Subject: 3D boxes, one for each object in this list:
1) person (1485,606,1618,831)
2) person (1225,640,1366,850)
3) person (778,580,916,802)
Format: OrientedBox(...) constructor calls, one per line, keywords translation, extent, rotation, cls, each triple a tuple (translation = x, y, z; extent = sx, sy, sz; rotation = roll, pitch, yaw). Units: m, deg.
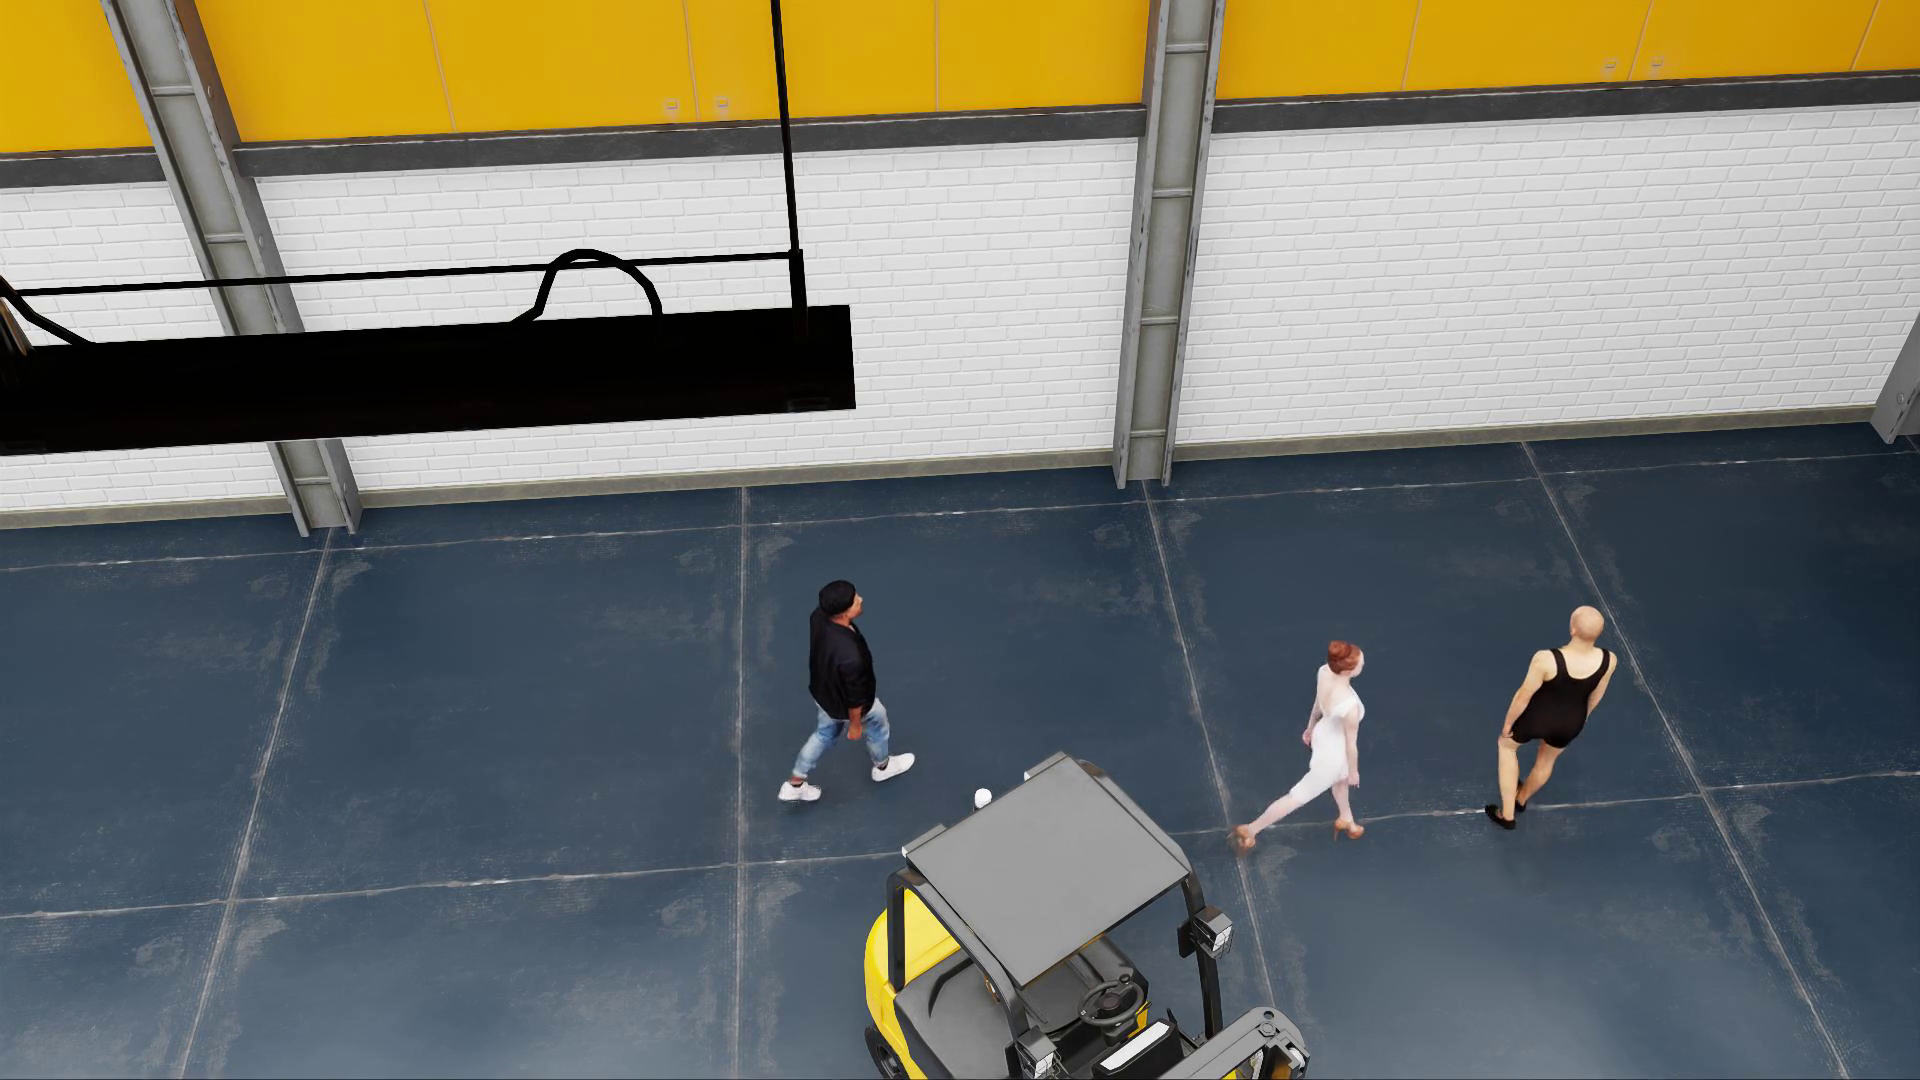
OrientedBox(translation=(3.433, 1.081, 9.618), extent=(0.690, 1.809, 0.780), rotation=(1, 44, 1), cls="person")
OrientedBox(translation=(1.996, 1.249, 9.484), extent=(1.099, 1.751, 0.618), rotation=(-6, 44, -6), cls="person")
OrientedBox(translation=(-0.763, 0.930, 9.795), extent=(1.251, 1.783, 1.025), rotation=(-23, 48, -22), cls="person")
